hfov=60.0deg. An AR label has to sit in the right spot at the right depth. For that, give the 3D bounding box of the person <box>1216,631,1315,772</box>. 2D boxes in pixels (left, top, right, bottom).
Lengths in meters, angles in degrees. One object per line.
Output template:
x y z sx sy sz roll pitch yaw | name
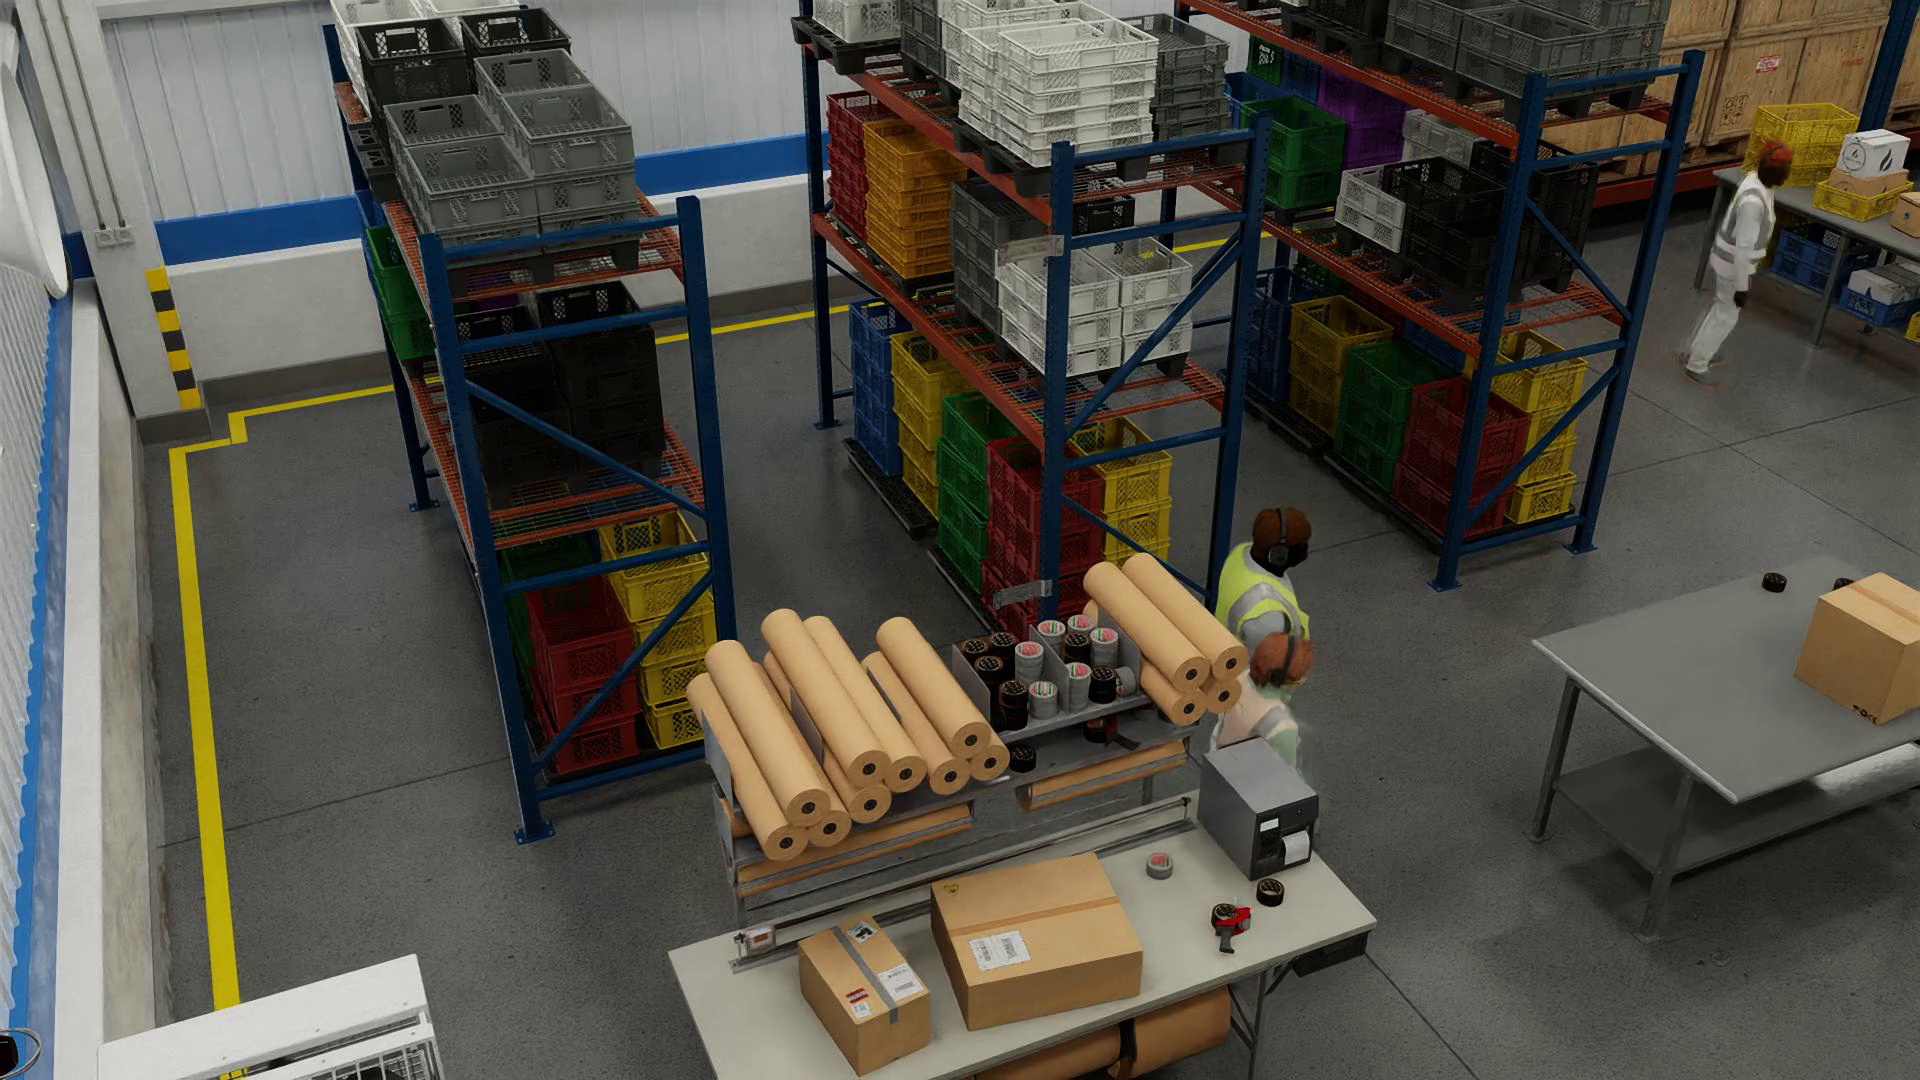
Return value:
1.222 1.067 6.923 0.407 1.626 0.576 -9 33 -14 | person

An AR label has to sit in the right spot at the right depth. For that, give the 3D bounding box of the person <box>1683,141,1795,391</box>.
5.406 -1.915 11.560 0.373 1.853 0.693 14 34 22 | person

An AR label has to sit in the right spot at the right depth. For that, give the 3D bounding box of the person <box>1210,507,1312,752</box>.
1.315 0.658 7.402 0.430 1.836 0.629 0 32 0 | person
